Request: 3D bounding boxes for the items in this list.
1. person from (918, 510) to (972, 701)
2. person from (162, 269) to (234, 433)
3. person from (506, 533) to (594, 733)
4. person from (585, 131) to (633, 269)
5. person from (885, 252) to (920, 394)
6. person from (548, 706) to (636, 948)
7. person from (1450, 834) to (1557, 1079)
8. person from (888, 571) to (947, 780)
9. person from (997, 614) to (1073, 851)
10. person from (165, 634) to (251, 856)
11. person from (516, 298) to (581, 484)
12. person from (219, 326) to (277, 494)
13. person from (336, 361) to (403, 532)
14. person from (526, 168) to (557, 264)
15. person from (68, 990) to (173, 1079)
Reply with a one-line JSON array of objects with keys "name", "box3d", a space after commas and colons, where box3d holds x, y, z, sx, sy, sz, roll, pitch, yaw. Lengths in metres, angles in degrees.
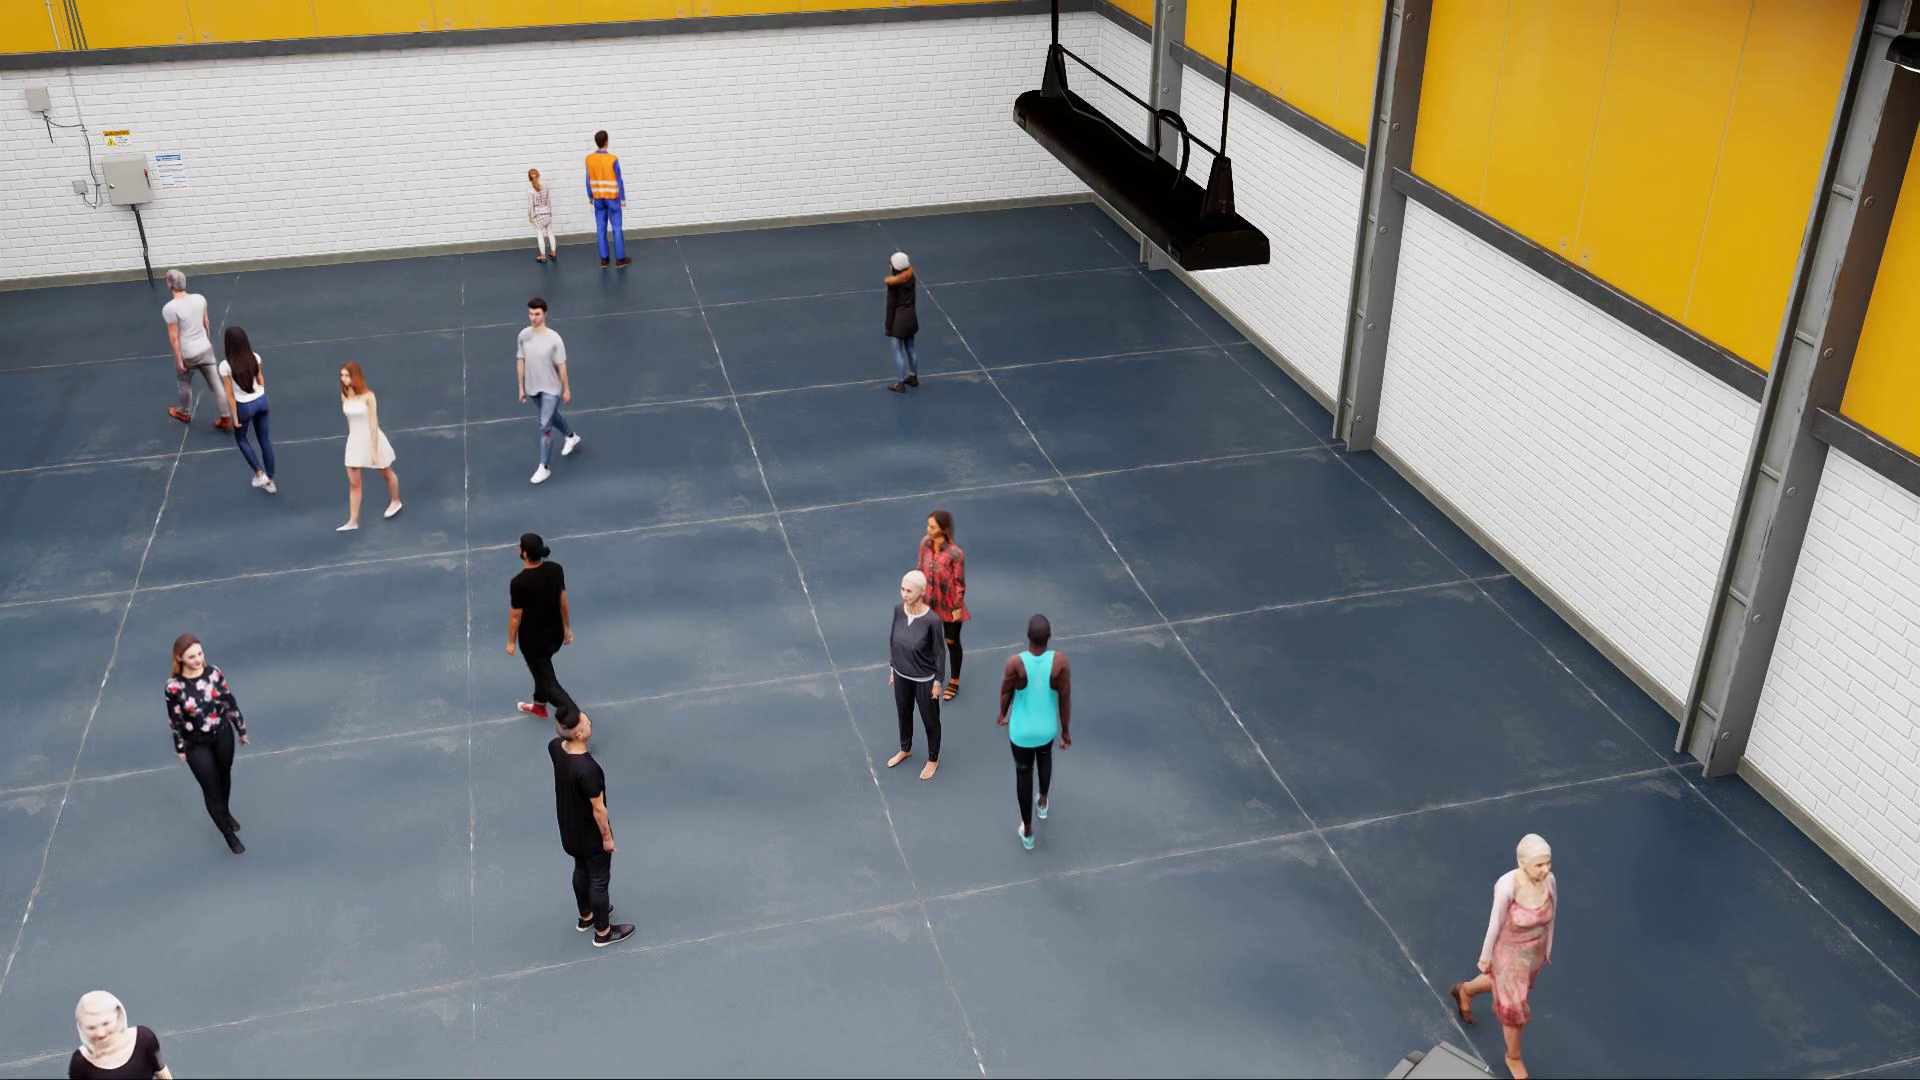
[{"name": "person", "box3d": [-0.144, 0.503, 13.408, 0.673, 1.698, 0.762, 21, 35, 34]}, {"name": "person", "box3d": [-8.159, -1.984, 17.869, 1.192, 1.792, 1.124, 16, 32, 27]}, {"name": "person", "box3d": [-3.178, 0.780, 12.859, 1.195, 1.737, 1.116, 16, 32, 27]}, {"name": "person", "box3d": [-4.816, -4.650, 22.684, 0.785, 1.862, 0.772, 5, 29, 10]}, {"name": "person", "box3d": [-0.656, -2.486, 18.957, 0.768, 1.631, 0.729, 21, 35, 33]}, {"name": "person", "box3d": [-2.437, 1.822, 10.815, 0.827, 1.864, 0.691, -23, 36, -36]}, {"name": "person", "box3d": [3.270, 2.414, 9.949, 0.721, 1.655, 1.068, -13, 31, -23]}, {"name": "person", "box3d": [-0.325, 0.986, 12.493, 0.673, 1.726, 0.740, 17, 33, 28]}, {"name": "person", "box3d": [0.528, 1.393, 11.679, 0.711, 1.792, 0.854, -4, 29, -8]}, {"name": "person", "box3d": [-5.384, 1.383, 11.829, 0.969, 1.664, 0.862, 24, 37, 37]}, {"name": "person", "box3d": [-4.220, -1.597, 17.110, 1.147, 1.840, 1.302, 10, 30, 18]}, {"name": "person", "box3d": [-7.029, -1.271, 16.593, 0.742, 1.763, 0.705, 23, 36, 35]}, {"name": "person", "box3d": [-5.673, -0.956, 16.108, 0.936, 1.674, 1.119, 8, 30, 14]}, {"name": "person", "box3d": [-5.787, -4.494, 22.973, 0.600, 1.310, 0.617, -25, 37, -38]}, {"name": "person", "box3d": [-4.314, 3.013, 8.700, 0.824, 1.800, 1.136, -16, 33, -27]}]
